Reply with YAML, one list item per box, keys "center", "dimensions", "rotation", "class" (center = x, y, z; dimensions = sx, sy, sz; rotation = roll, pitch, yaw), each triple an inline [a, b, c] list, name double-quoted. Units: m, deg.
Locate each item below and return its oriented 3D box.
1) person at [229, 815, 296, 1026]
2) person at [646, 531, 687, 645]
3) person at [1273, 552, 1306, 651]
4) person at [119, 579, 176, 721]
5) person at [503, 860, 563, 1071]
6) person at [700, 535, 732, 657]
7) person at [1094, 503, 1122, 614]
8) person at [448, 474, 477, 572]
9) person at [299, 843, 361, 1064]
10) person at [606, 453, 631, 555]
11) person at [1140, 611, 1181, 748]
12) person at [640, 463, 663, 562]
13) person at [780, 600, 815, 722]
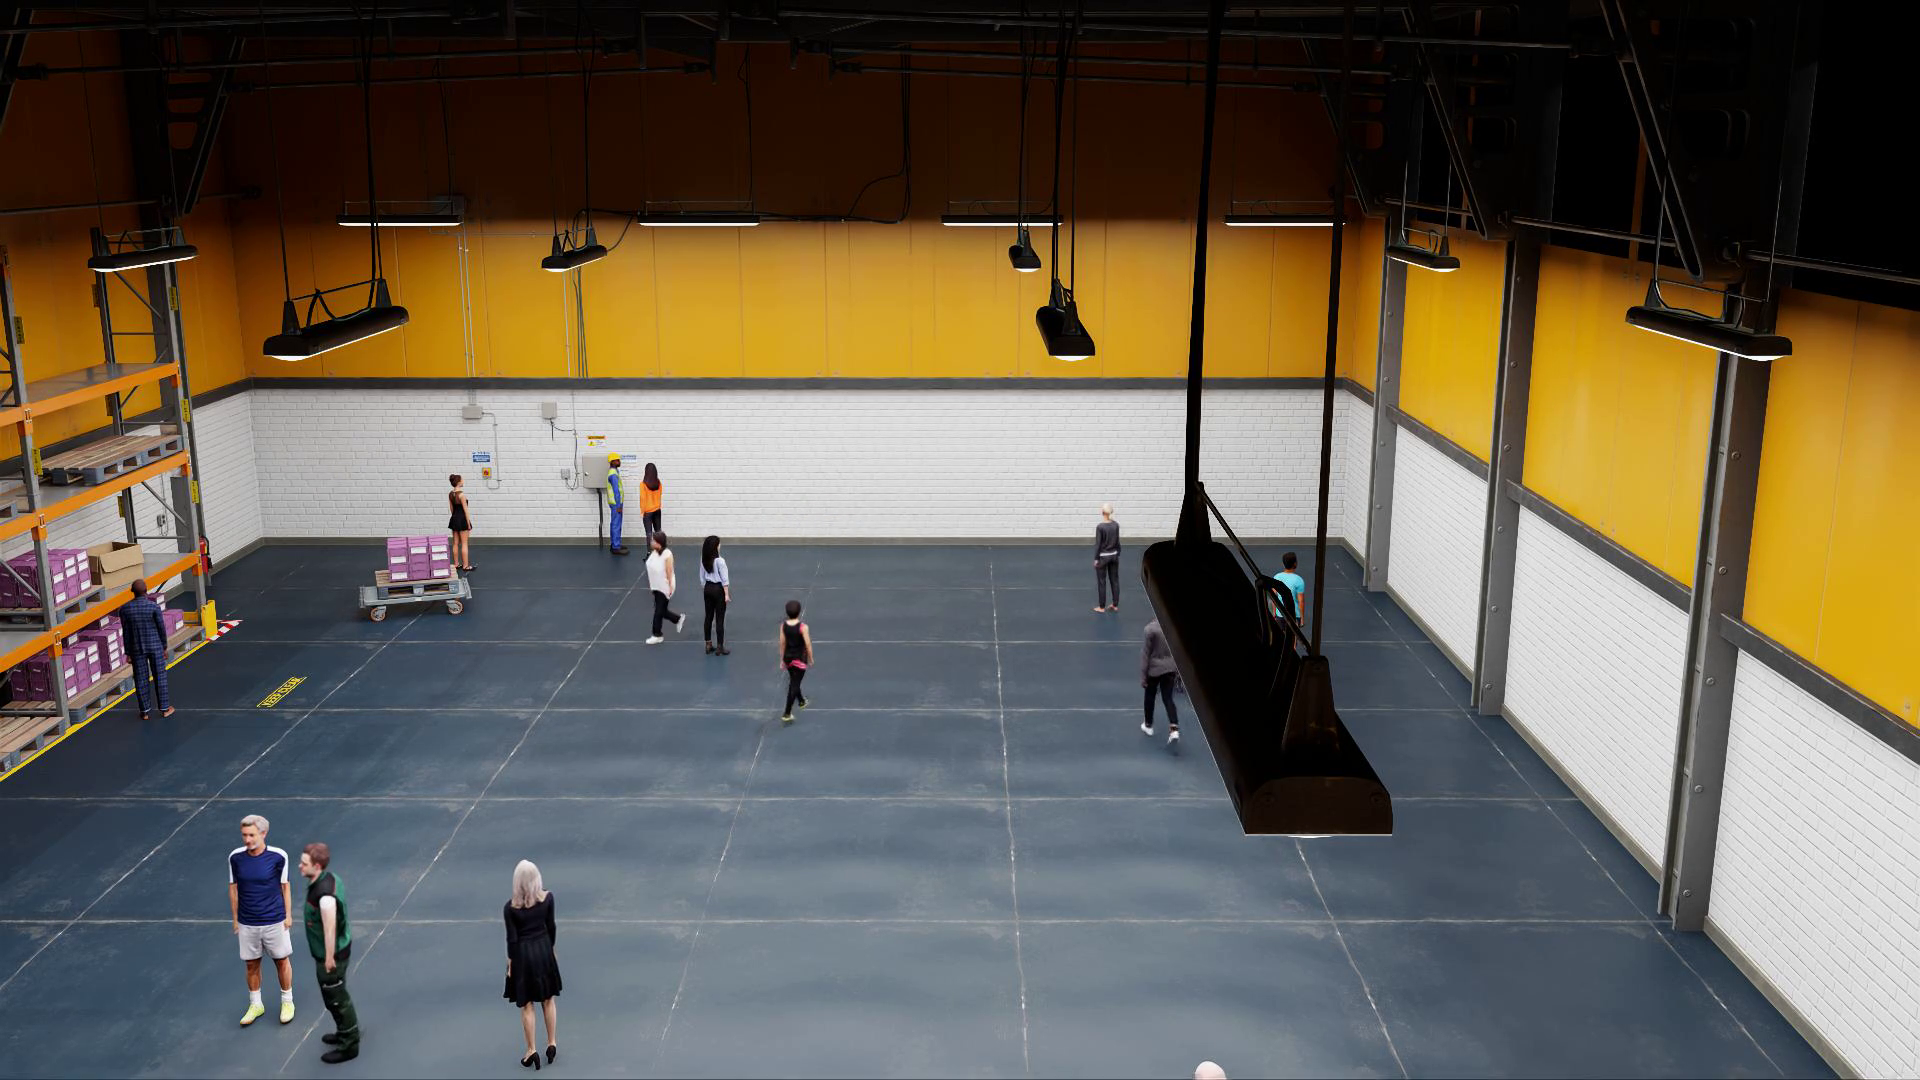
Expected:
- center: [-5.812, 3.136, 13.857]
  dimensions: [0.656, 1.839, 0.587]
  rotation: [-2, 14, -7]
  class: "person"
- center: [-4.327, 0.679, 24.368]
  dimensions: [1.005, 1.668, 0.997]
  rotation: [-8, 16, -31]
  class: "person"
- center: [4.470, 1.034, 22.669]
  dimensions: [0.691, 1.777, 0.717]
  rotation: [10, 17, 35]
  class: "person"
- center: [-10.358, 1.376, 21.168]
  dimensions: [0.739, 1.818, 0.714]
  rotation: [-5, 15, -21]
  class: "person"
- center: [-3.388, 3.348, 13.178]
  dimensions: [0.698, 1.747, 0.738]
  rotation: [-10, 17, -36]
  class: "person"
- center: [-3.513, 0.779, 23.791]
  dimensions: [0.727, 1.743, 0.743]
  rotation: [9, 16, 33]
  class: "person"
- center: [2.299, 0.260, 25.972]
  dimensions: [0.688, 1.726, 0.669]
  rotation: [-6, 15, -25]
  class: "person"
- center: [-8.554, -0.308, 28.431]
  dimensions: [0.677, 1.674, 0.716]
  rotation: [9, 16, 33]
  class: "person"
- center: [-5.031, 3.271, 13.305]
  dimensions: [0.771, 1.836, 0.626]
  rotation: [-5, 15, -20]
  class: "person"
- center: [-6.125, -0.669, 29.623]
  dimensions: [0.786, 1.813, 0.605]
  rotation: [-4, 14, -15]
  class: "person"
- center: [2.479, 1.629, 20.189]
  dimensions: [0.905, 1.786, 1.213]
  rotation: [-3, 14, -14]
  class: "person"
- center: [-5.381, -0.498, 29.056]
  dimensions: [0.766, 1.749, 0.685]
  rotation: [11, 17, 37]
  class: "person"
- center: [-2.124, 1.553, 21.084]
  dimensions: [0.862, 1.514, 1.093]
  rotation: [7, 15, 28]
  class: "person"
